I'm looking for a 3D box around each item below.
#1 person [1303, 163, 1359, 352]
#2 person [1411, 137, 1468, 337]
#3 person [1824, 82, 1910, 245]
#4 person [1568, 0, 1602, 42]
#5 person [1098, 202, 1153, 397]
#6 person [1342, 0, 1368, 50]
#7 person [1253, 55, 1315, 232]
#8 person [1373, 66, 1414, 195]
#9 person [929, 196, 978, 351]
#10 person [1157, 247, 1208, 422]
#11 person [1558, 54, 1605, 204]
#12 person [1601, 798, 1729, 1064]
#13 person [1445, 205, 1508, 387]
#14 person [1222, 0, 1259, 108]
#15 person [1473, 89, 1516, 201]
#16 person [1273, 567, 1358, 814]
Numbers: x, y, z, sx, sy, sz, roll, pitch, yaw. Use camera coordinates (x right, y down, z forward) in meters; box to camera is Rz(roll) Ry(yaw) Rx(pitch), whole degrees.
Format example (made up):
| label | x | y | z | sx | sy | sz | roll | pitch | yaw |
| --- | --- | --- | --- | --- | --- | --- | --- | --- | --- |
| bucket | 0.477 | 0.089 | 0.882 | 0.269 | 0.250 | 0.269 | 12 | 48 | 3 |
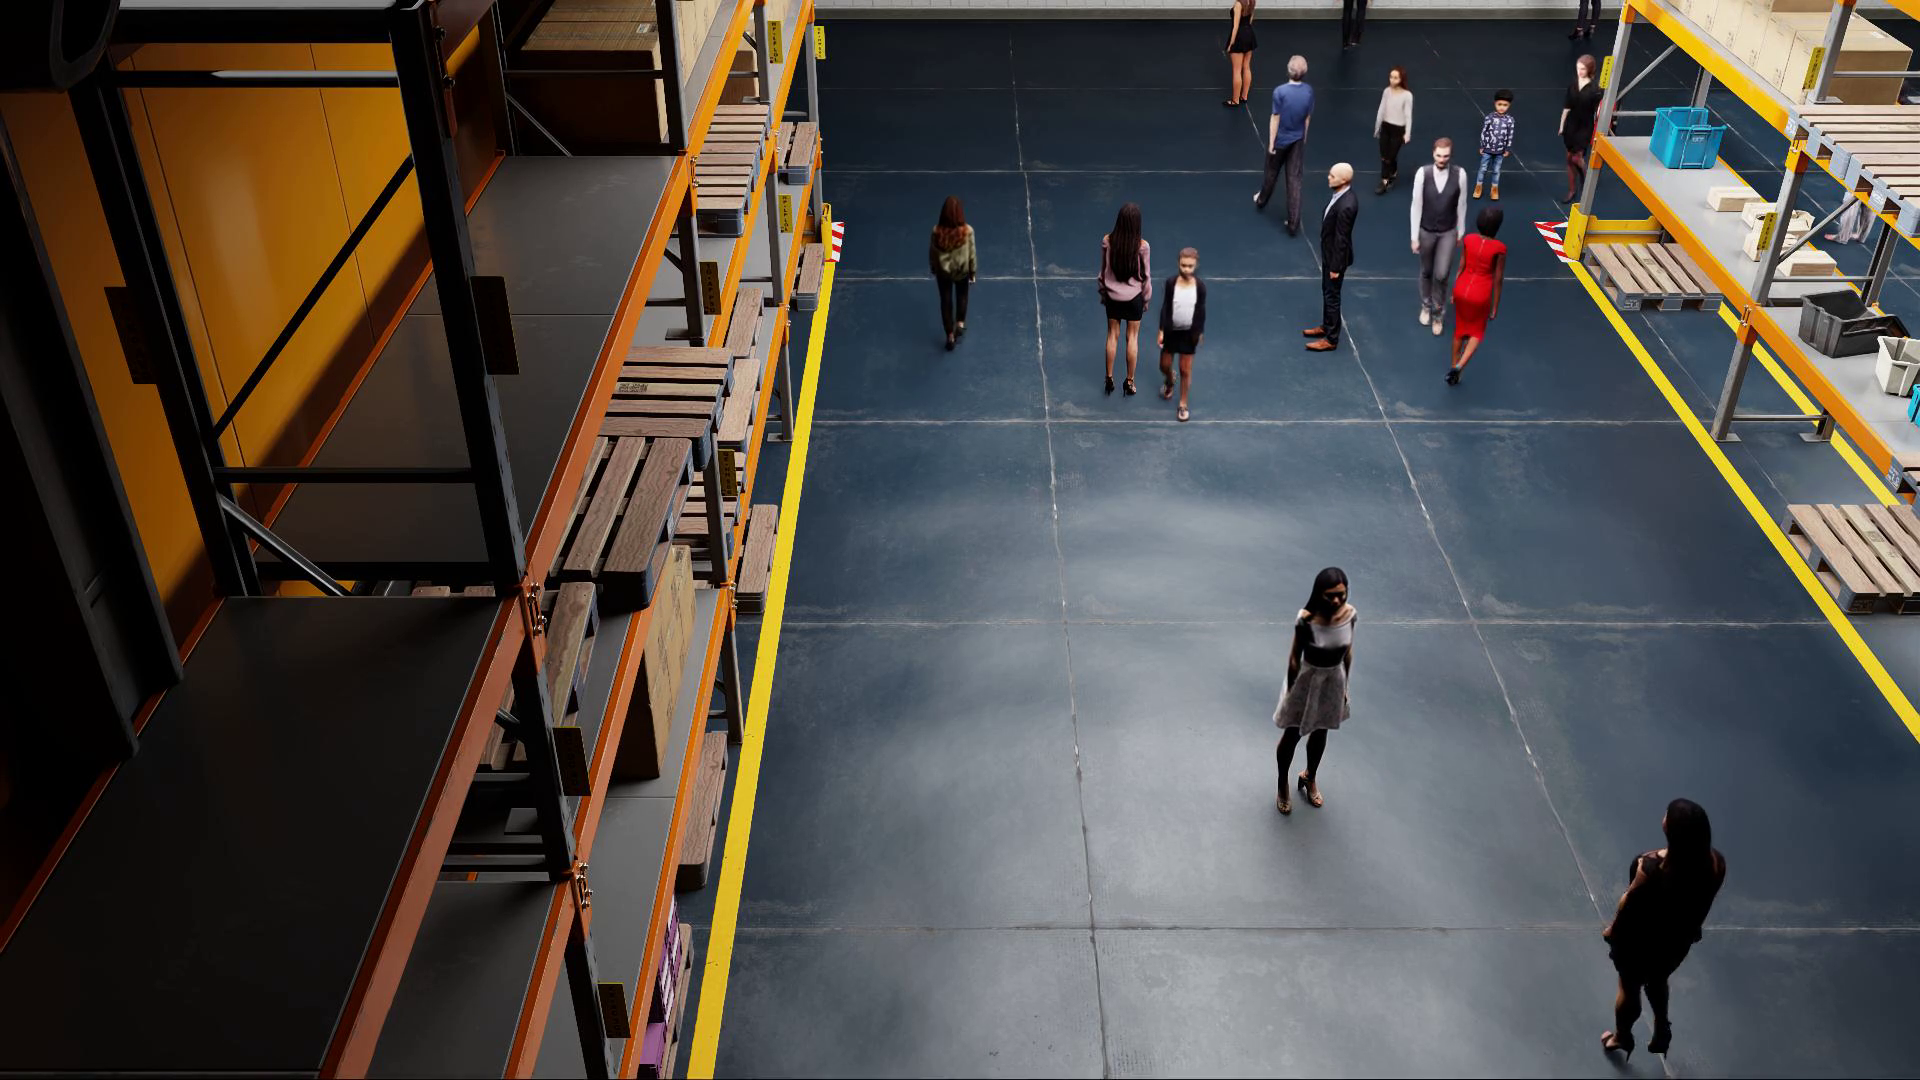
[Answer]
| label | x | y | z | sx | sy | sz | roll | pitch | yaw |
| --- | --- | --- | --- | --- | --- | --- | --- | --- | --- |
| person | 3.505 | -2.654 | 15.504 | 0.745 | 1.798 | 0.521 | 2 | 34 | 3 |
| person | 4.564 | -2.982 | 15.892 | 0.829 | 1.913 | 0.904 | 9 | 35 | 13 |
| person | 9.637 | -3.962 | 17.497 | 0.718 | 1.769 | 0.744 | -17 | 37 | -23 |
| person | 8.983 | -7.976 | 23.554 | 0.690 | 1.748 | 0.673 | -12 | 35 | -17 |
| person | 1.448 | -2.113 | 14.677 | 0.694 | 1.811 | 0.653 | 12 | 35 | 17 |
| person | 5.487 | -7.729 | 23.156 | 0.792 | 1.778 | 0.803 | 13 | 36 | 18 |
| person | 3.553 | -4.202 | 17.819 | 0.848 | 1.812 | 1.268 | -7 | 34 | -10 |
| person | 4.924 | -4.634 | 18.773 | 0.679 | 1.475 | 0.735 | 27 | 42 | 35 |
| person | -0.074 | -2.464 | 15.522 | 0.617 | 1.460 | 0.759 | 1 | 34 | 1 |
| person | 1.925 | -1.852 | 14.524 | 0.654 | 1.547 | 0.822 | 5 | 34 | 8 |
| person | 6.938 | -4.578 | 18.499 | 0.834 | 1.686 | 0.768 | -25 | 41 | -32 |
| person | 3.594 | 2.078 | 8.470 | 0.764 | 1.703 | 0.808 | -11 | 35 | -16 |
| person | 4.501 | -2.091 | 14.722 | 0.845 | 1.726 | 0.916 | 23 | 40 | 30 |
| person | 3.589 | -6.383 | 21.226 | 0.740 | 1.674 | 0.678 | 28 | 43 | 35 |
| person | 6.018 | -4.451 | 18.704 | 0.536 | 1.248 | 0.538 | 9 | 35 | 13 |
| person | 2.167 | 0.918 | 10.150 | 0.712 | 1.775 | 0.714 | -8 | 34 | -12 |
